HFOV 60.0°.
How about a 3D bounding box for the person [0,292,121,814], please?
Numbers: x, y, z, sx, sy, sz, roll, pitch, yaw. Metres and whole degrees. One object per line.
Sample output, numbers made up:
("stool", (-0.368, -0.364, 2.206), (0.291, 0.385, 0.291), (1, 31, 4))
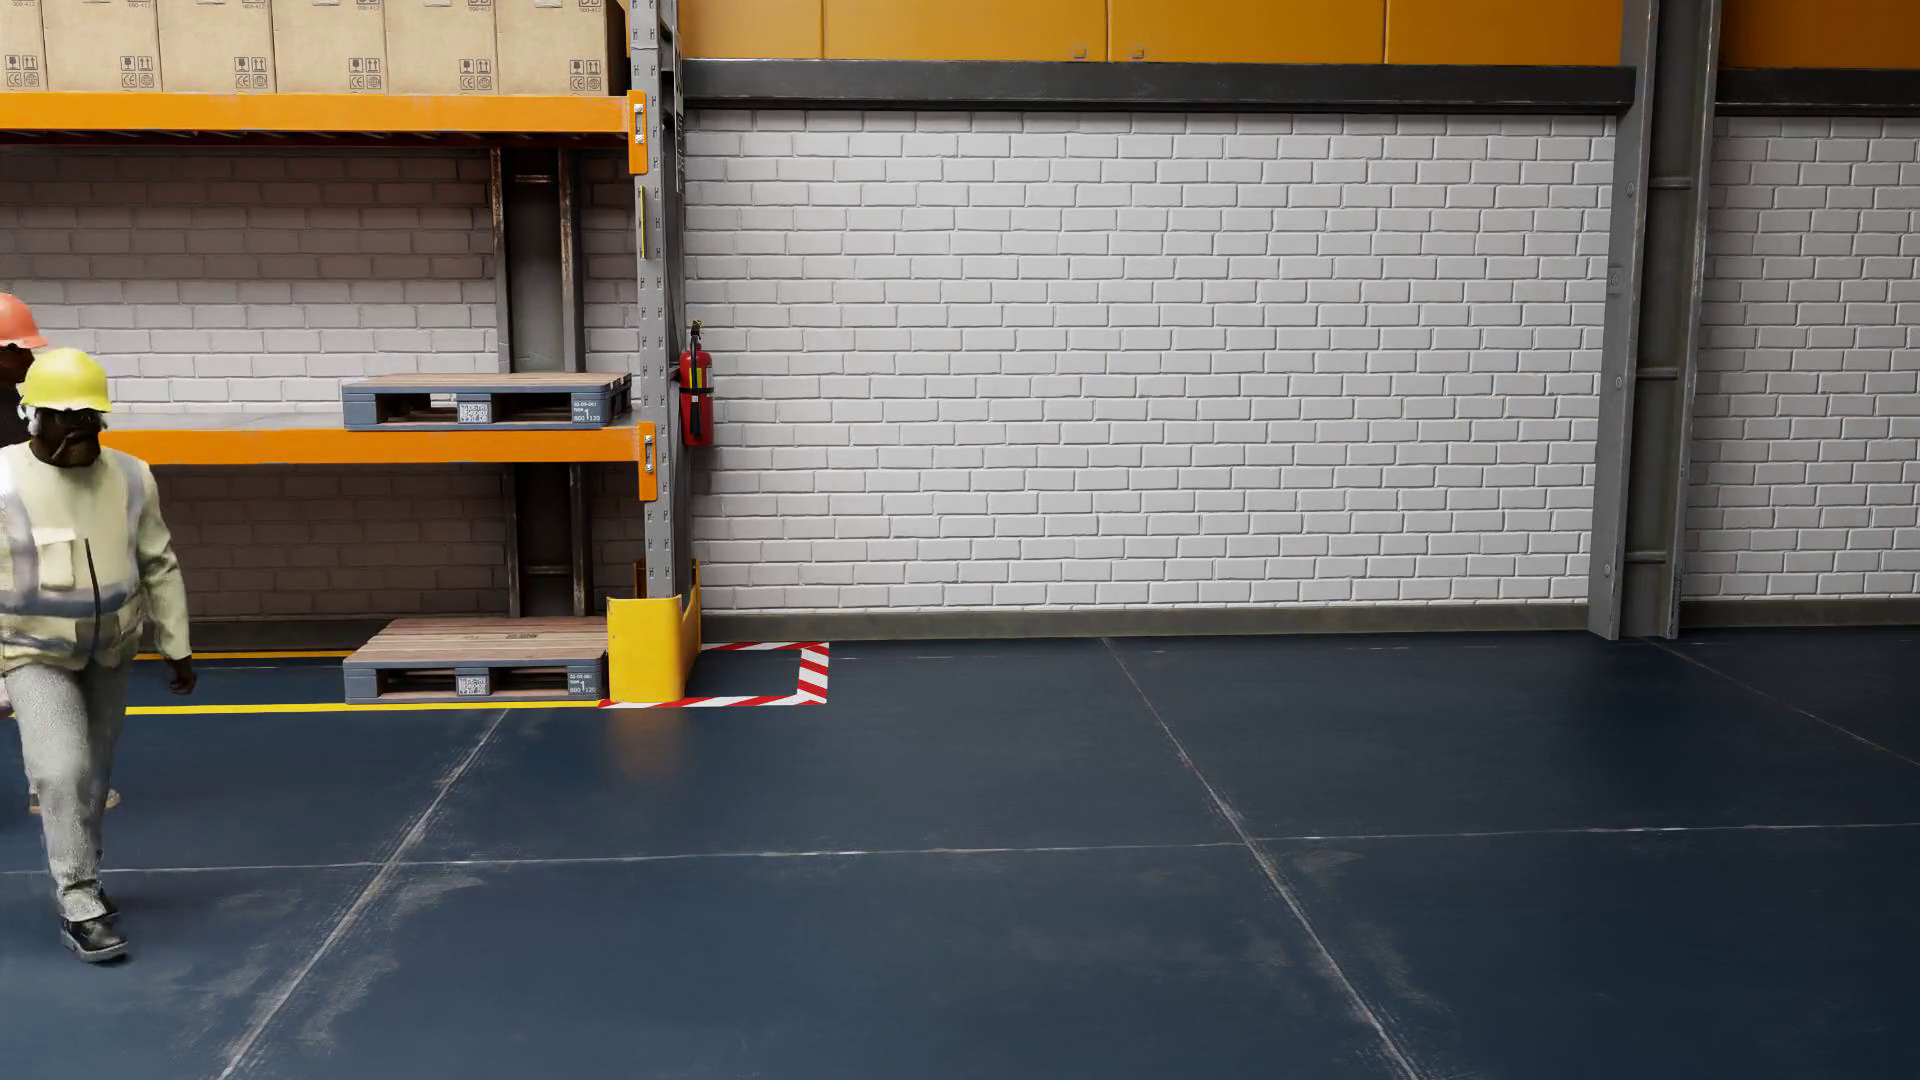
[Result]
("person", (-3.526, 0.091, 6.028), (0.640, 1.967, 0.649), (-3, 9, -17))

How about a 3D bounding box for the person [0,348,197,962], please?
("person", (-2.615, 0.335, 4.975), (0.738, 1.799, 0.627), (6, 11, 35))
